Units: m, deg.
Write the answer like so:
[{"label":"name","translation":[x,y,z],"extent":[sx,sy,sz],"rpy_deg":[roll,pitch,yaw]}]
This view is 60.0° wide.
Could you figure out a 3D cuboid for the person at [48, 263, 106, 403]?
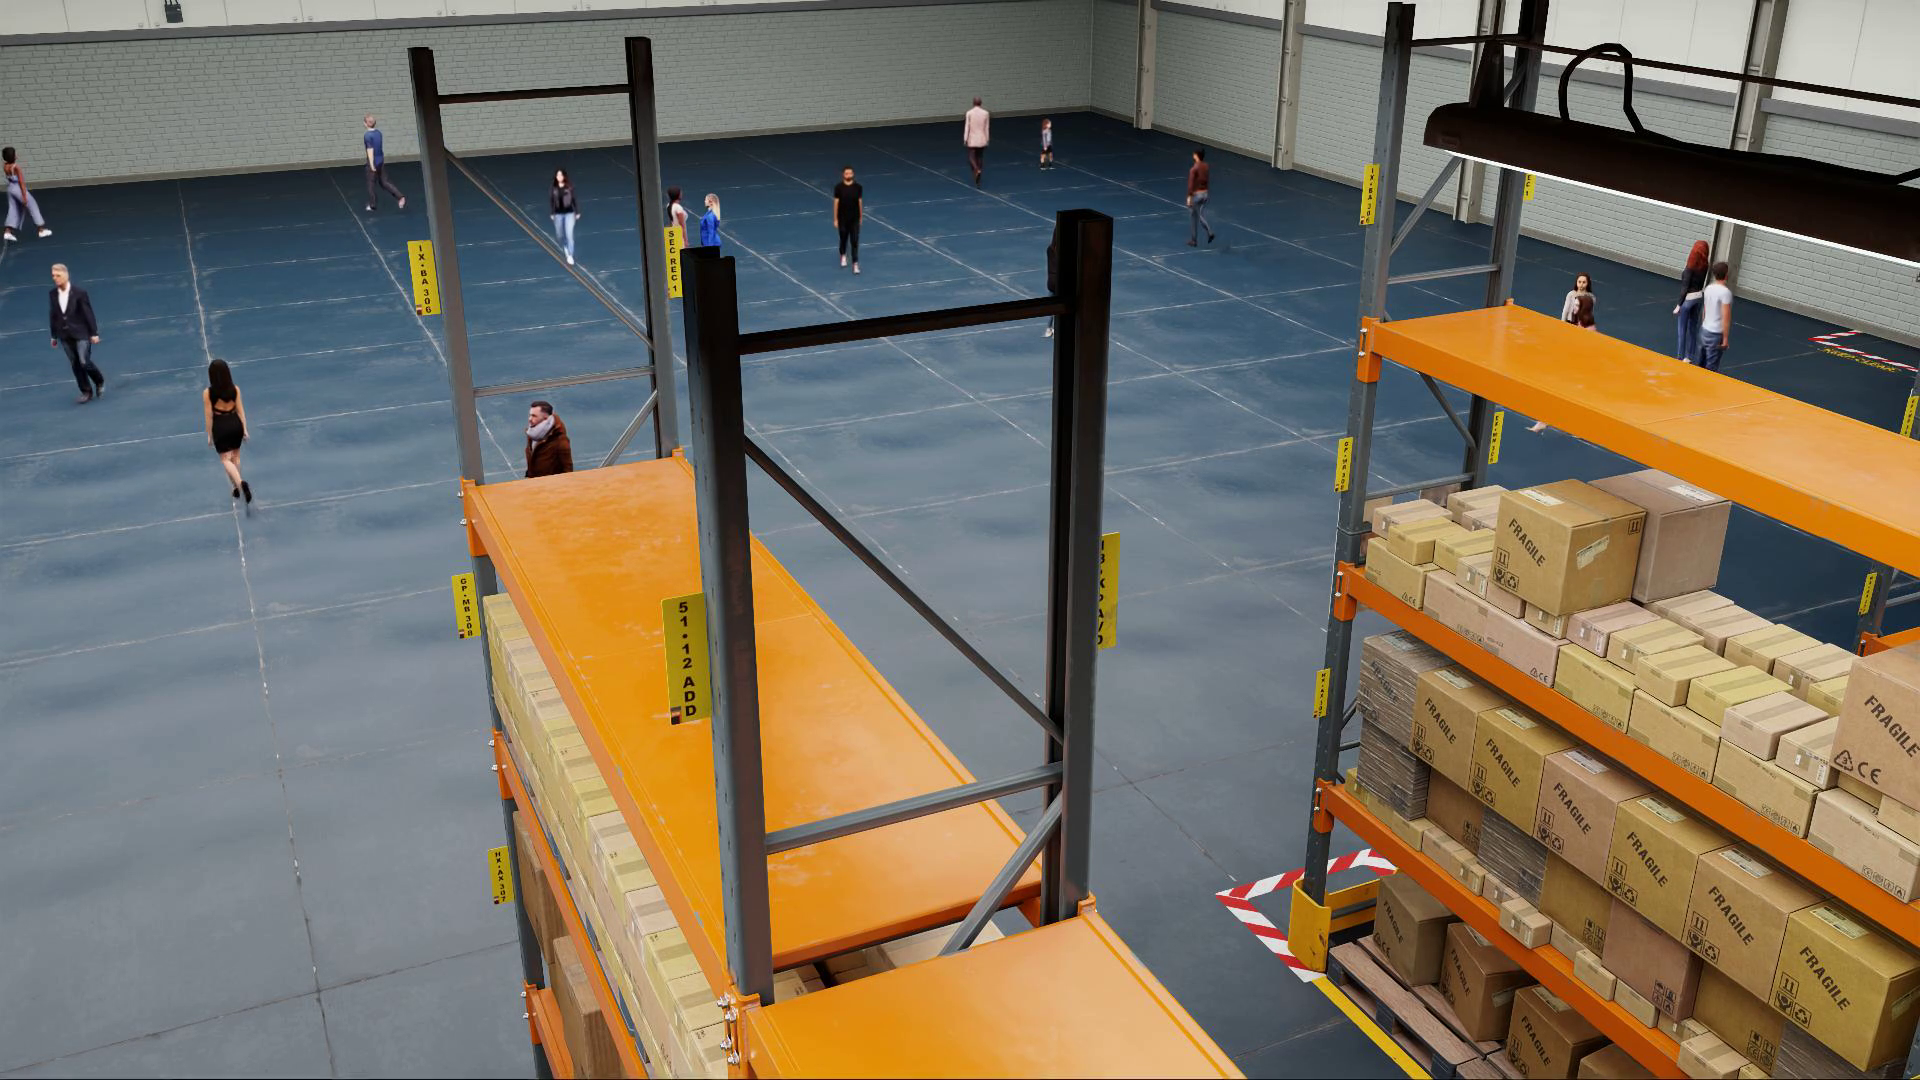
[{"label":"person","translation":[-11.366,-2.690,21.431],"extent":[0.819,1.801,0.854],"rpy_deg":[2,23,4]}]

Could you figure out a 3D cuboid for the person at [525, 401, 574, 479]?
[{"label":"person","translation":[-3.998,-0.479,16.185],"extent":[0.821,1.837,0.909],"rpy_deg":[15,27,31]}]

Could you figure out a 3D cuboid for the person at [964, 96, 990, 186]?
[{"label":"person","translation":[0.356,-8.293,34.628],"extent":[0.759,1.785,0.993],"rpy_deg":[-7,24,-16]}]

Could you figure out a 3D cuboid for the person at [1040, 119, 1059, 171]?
[{"label":"person","translation":[1.843,-8.654,36.357],"extent":[0.714,1.096,0.632],"rpy_deg":[17,28,34]}]

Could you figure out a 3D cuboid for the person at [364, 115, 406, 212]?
[{"label":"person","translation":[-11.182,-7.248,32.093],"extent":[1.139,1.845,1.082],"rpy_deg":[8,24,18]}]

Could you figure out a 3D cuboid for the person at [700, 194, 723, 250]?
[{"label":"person","translation":[-3.838,-4.559,25.955],"extent":[0.751,1.701,0.622],"rpy_deg":[-1,23,-2]}]

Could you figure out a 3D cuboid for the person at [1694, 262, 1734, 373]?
[{"label":"person","translation":[9.584,-2.612,21.173],"extent":[0.804,1.860,0.605],"rpy_deg":[1,23,2]}]

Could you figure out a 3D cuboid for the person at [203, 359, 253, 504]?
[{"label":"person","translation":[-7.893,-1.122,17.966],"extent":[0.726,1.627,1.007],"rpy_deg":[-18,29,-35]}]

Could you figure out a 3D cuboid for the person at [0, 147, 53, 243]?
[{"label":"person","translation":[-16.917,-6.147,29.743],"extent":[1.047,1.658,1.118],"rpy_deg":[8,24,17]}]

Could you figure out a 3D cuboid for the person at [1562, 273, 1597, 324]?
[{"label":"person","translation":[8.229,-2.840,22.189],"extent":[0.609,1.484,0.669],"rpy_deg":[8,24,18]}]

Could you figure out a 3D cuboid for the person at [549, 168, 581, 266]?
[{"label":"person","translation":[-6.730,-5.522,28.336],"extent":[0.888,1.608,1.096],"rpy_deg":[-1,23,-3]}]

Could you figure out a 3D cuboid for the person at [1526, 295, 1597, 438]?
[{"label":"person","translation":[7.490,-2.044,19.960],"extent":[0.772,1.763,1.042],"rpy_deg":[-7,24,-16]}]

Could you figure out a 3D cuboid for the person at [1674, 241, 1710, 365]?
[{"label":"person","translation":[9.949,-3.205,22.662],"extent":[0.570,1.786,0.542],"rpy_deg":[-11,26,-25]}]

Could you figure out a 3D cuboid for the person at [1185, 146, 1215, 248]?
[{"label":"person","translation":[4.276,-6.028,29.322],"extent":[0.774,1.769,0.911],"rpy_deg":[-17,28,-34]}]

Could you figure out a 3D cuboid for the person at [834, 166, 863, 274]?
[{"label":"person","translation":[-1.885,-5.386,27.871],"extent":[0.812,1.723,1.212],"rpy_deg":[-5,24,-12]}]

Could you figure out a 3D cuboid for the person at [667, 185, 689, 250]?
[{"label":"person","translation":[-4.462,-4.748,26.347],"extent":[0.649,1.741,0.487],"rpy_deg":[-15,27,-31]}]
